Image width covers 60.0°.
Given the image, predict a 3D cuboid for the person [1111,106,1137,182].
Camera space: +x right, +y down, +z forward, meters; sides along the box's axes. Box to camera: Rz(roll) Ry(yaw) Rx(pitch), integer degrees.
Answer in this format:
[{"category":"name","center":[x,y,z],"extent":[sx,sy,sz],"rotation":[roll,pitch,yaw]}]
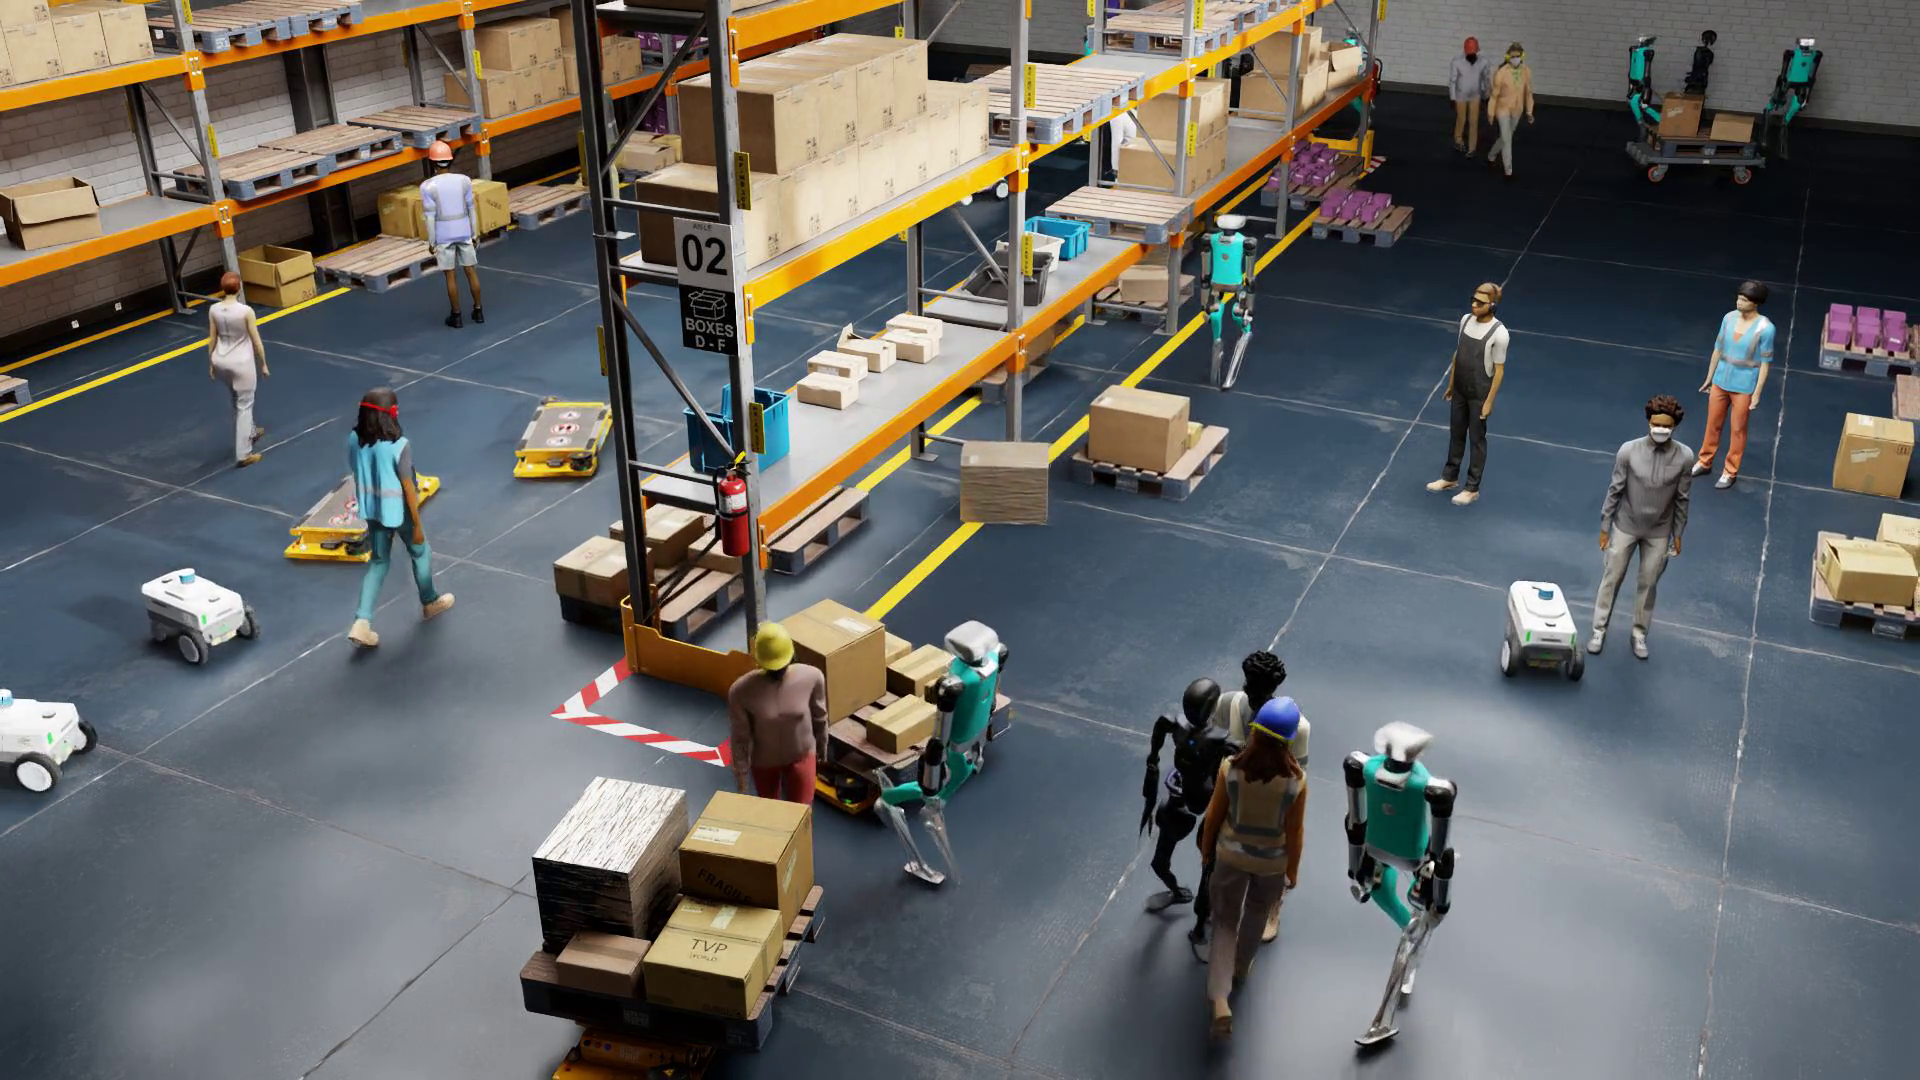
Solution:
[{"category":"person","center":[2.110,-4.585,20.199],"extent":[0.651,1.904,0.405],"rotation":[-22,34,-37]}]

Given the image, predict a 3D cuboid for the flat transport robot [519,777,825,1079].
[{"category":"flat transport robot","center":[-1.409,2.228,8.277],"extent":[0.659,0.231,1.431],"rotation":[7,27,13]}]

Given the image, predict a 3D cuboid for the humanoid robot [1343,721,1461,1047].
[{"category":"humanoid robot","center":[2.180,1.556,7.998],"extent":[0.572,1.747,0.908],"rotation":[20,33,35]}]

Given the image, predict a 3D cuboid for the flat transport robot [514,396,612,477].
[{"category":"flat transport robot","center":[-3.458,-0.911,14.617],"extent":[0.659,0.231,1.431],"rotation":[-1,26,-2]}]

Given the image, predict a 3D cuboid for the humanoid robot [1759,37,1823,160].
[{"category":"humanoid robot","center":[12.035,-6.488,24.280],"extent":[0.535,1.775,1.015],"rotation":[1,26,2]}]

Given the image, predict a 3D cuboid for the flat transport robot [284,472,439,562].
[{"category":"flat transport robot","center":[-4.739,-0.223,13.229],"extent":[0.659,0.231,1.431],"rotation":[3,26,6]}]

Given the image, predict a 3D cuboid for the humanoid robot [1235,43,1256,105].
[{"category":"humanoid robot","center":[4.290,-6.563,24.456],"extent":[0.376,1.644,0.613],"rotation":[-18,31,-31]}]

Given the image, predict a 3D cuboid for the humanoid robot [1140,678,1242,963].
[{"category":"humanoid robot","center":[1.213,1.361,8.449],"extent":[0.601,1.647,0.471],"rotation":[17,31,30]}]

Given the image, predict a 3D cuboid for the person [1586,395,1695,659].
[{"category":"person","center":[4.569,-0.094,11.148],"extent":[0.544,1.890,0.395],"rotation":[7,27,15]}]

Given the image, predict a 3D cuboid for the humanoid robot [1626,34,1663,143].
[{"category":"humanoid robot","center":[9.976,-6.349,24.082],"extent":[0.722,1.905,0.546],"rotation":[-4,27,-7]}]

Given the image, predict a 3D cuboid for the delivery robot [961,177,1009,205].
[{"category":"delivery robot","center":[0.242,-4.786,22.107],"extent":[0.766,0.580,0.499],"rotation":[-17,31,-31]}]

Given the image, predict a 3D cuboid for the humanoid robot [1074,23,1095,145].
[{"category":"humanoid robot","center":[1.802,-6.721,24.777],"extent":[0.700,1.857,0.550],"rotation":[-8,27,-15]}]

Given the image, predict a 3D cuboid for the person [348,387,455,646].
[{"category":"person","center":[-3.921,-0.161,11.356],"extent":[0.543,1.836,0.904],"rotation":[8,27,16]}]

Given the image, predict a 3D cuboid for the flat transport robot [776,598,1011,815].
[{"category":"flat transport robot","center":[-0.390,1.211,10.332],"extent":[0.659,0.231,1.431],"rotation":[22,34,37]}]

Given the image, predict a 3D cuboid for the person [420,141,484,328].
[{"category":"person","center":[-5.292,-3.174,17.311],"extent":[0.546,1.936,0.376],"rotation":[-18,31,-31]}]

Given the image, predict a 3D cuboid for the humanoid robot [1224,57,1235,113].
[{"category":"humanoid robot","center":[3.783,-6.512,24.367],"extent":[0.614,1.622,0.603],"rotation":[-10,28,-19]}]

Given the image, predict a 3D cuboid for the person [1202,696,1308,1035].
[{"category":"person","center":[1.393,1.558,7.979],"extent":[0.473,1.742,0.800],"rotation":[6,27,12]}]

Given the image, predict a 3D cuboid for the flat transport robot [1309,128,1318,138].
[{"category":"flat transport robot","center":[4.640,-6.107,25.113],"extent":[1.431,0.231,0.659],"rotation":[10,28,19]}]

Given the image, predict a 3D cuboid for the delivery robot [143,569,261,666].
[{"category":"delivery robot","center":[-5.260,0.498,11.471],"extent":[0.808,0.614,0.499],"rotation":[16,30,28]}]

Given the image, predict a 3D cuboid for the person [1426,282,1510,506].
[{"category":"person","center":[4.117,-1.184,13.394],"extent":[0.346,1.846,0.506],"rotation":[-14,29,-25]}]

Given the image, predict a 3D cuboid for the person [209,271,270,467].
[{"category":"person","center":[-6.181,-1.502,14.302],"extent":[0.456,1.608,0.807],"rotation":[4,27,7]}]

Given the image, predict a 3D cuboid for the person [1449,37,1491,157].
[{"category":"person","center":[7.428,-6.472,24.236],"extent":[0.625,1.692,0.772],"rotation":[3,26,6]}]

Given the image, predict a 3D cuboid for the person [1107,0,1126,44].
[{"category":"person","center":[2.640,-9.050,29.188],"extent":[0.541,1.928,0.420],"rotation":[16,31,29]}]

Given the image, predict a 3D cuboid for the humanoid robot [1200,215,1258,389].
[{"category":"humanoid robot","center":[2.564,-2.187,15.654],"extent":[0.543,1.884,0.739],"rotation":[12,29,22]}]

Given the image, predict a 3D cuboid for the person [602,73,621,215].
[{"category":"person","center":[-4.558,-5.084,21.273],"extent":[0.390,1.843,0.562],"rotation":[2,26,4]}]

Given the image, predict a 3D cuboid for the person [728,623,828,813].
[{"category":"person","center":[-0.966,1.141,8.877],"extent":[0.532,1.722,0.944],"rotation":[-5,27,-10]}]

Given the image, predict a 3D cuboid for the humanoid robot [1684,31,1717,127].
[{"category":"humanoid robot","center":[11.146,-6.822,24.999],"extent":[0.699,1.634,0.615],"rotation":[2,26,4]}]

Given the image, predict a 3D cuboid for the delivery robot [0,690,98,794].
[{"category":"delivery robot","center":[-5.724,1.180,10.056],"extent":[0.757,0.580,0.499],"rotation":[1,26,3]}]

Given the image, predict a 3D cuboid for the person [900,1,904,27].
[{"category":"person","center":[-0.908,-9.449,30.123],"extent":[0.365,1.824,0.514],"rotation":[3,27,7]}]

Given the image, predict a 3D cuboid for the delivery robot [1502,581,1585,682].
[{"category":"delivery robot","center":[3.934,0.580,11.274],"extent":[0.499,0.585,0.775],"rotation":[4,27,7]}]

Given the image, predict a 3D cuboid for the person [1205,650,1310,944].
[{"category":"person","center":[1.512,1.301,8.550],"extent":[0.531,1.690,0.322],"rotation":[15,30,28]}]

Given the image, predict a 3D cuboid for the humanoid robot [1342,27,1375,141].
[{"category":"humanoid robot","center":[5.898,-6.565,24.442],"extent":[0.713,1.846,0.532],"rotation":[15,30,27]}]

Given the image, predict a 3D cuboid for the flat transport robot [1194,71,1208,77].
[{"category":"flat transport robot","center":[3.391,-7.557,28.043],"extent":[1.431,0.231,0.659],"rotation":[21,33,36]}]

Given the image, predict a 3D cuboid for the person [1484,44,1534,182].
[{"category":"person","center":[7.597,-5.958,23.058],"extent":[0.556,1.841,0.955],"rotation":[-7,27,-15]}]

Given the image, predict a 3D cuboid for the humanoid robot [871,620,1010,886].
[{"category":"humanoid robot","center":[-0.163,1.180,8.822],"extent":[0.818,1.830,0.542],"rotation":[18,32,32]}]

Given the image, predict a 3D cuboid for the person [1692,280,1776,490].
[{"category":"person","center":[6.367,-1.279,13.676],"extent":[0.311,1.763,0.497],"rotation":[-16,31,-29]}]
